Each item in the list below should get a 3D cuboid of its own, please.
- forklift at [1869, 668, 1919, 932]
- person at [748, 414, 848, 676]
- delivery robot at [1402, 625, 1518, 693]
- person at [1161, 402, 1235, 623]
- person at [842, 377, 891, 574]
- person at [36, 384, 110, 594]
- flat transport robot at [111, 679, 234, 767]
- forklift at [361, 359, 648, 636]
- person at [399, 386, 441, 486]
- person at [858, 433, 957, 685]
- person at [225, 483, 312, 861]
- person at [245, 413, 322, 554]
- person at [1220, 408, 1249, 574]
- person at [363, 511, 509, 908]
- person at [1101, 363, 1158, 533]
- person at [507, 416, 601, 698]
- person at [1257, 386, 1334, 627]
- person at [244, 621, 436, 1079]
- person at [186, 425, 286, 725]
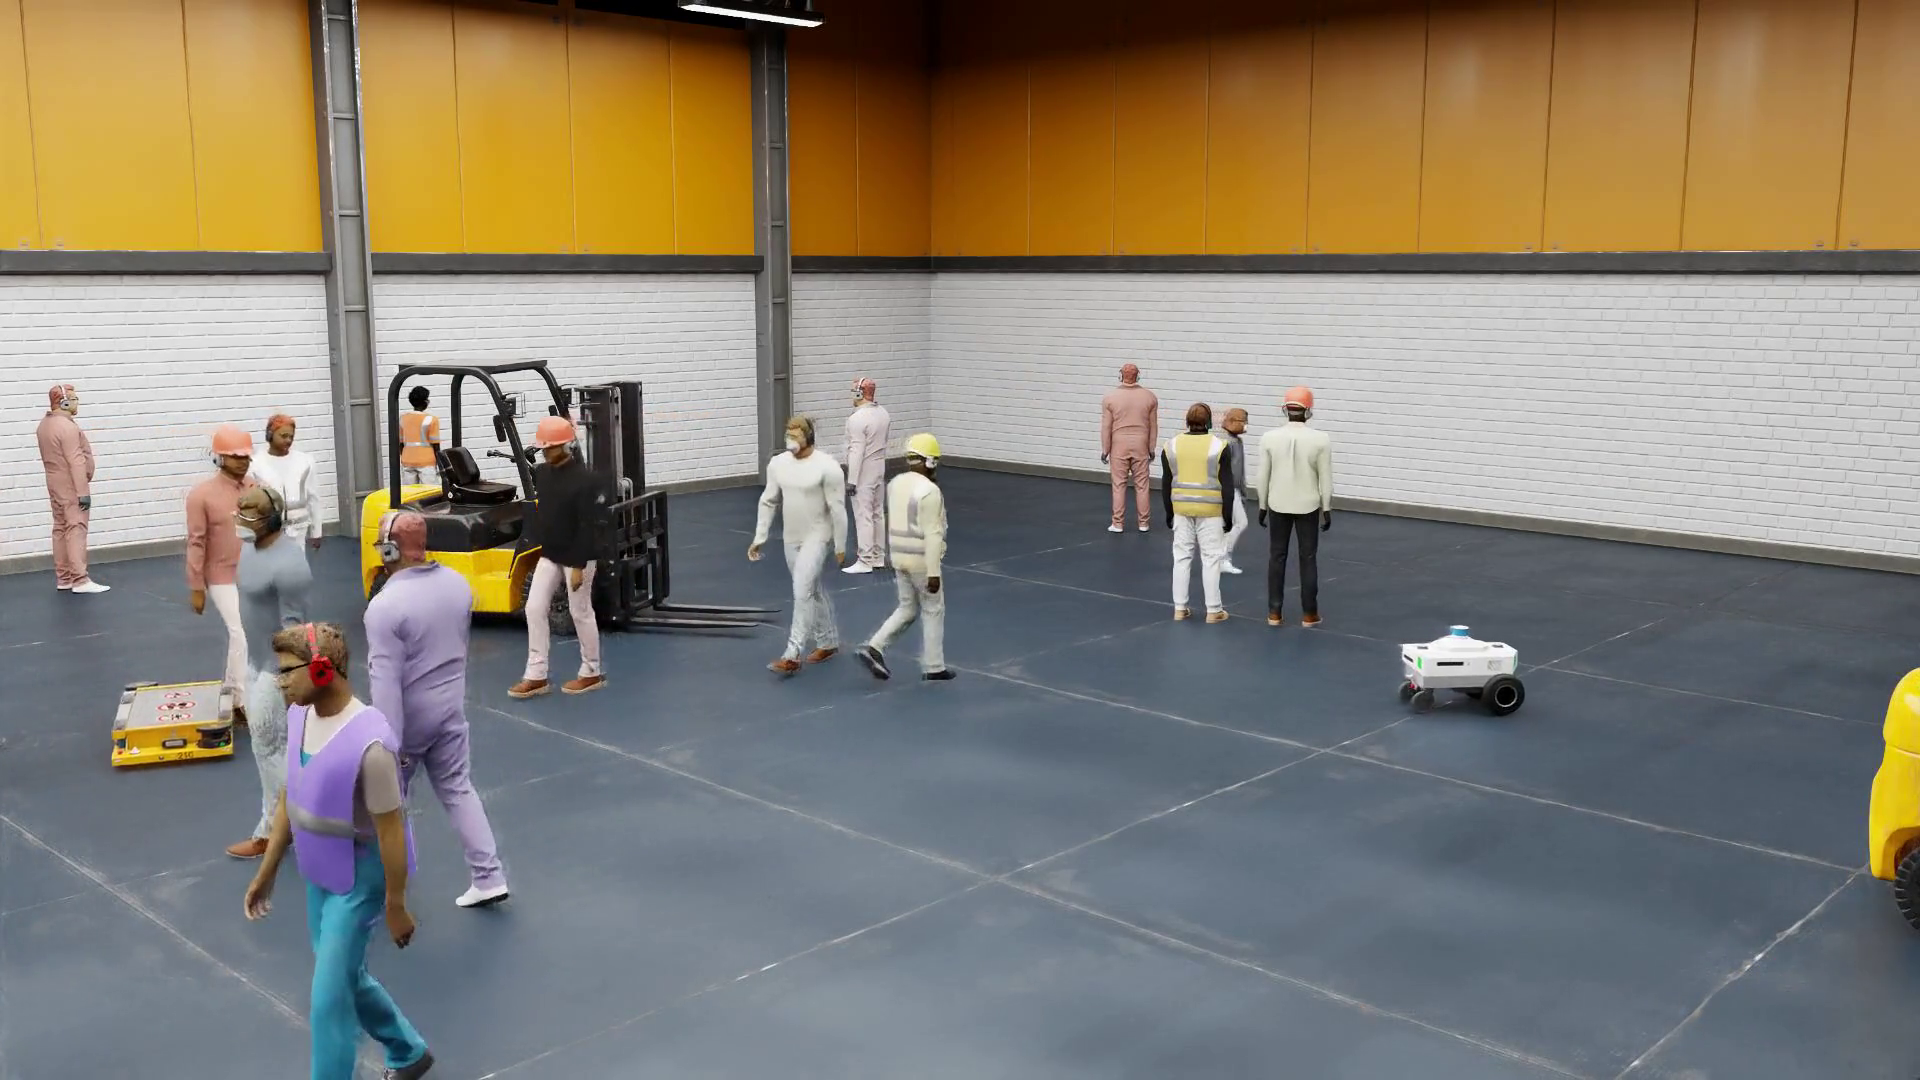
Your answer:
[{"bbox_3d":[5.205,0.723,7.013,2.313,2.155,1.214,9,13,43],"label":"forklift"},{"bbox_3d":[-1.201,0.037,12.147,0.646,1.891,0.962,7,12,36],"label":"person"},{"bbox_3d":[3.346,0.818,11.155,0.707,0.478,0.477,-1,9,-4],"label":"delivery robot"},{"bbox_3d":[2.001,-0.228,13.915,0.619,1.847,0.430,5,10,27],"label":"person"},{"bbox_3d":[-0.934,-0.627,16.168,0.410,1.909,0.643,4,10,23],"label":"person"},{"bbox_3d":[-8.095,-0.462,15.160,0.653,1.908,0.405,8,12,39],"label":"person"},{"bbox_3d":[-4.929,1.118,10.470,0.652,0.197,1.431,-4,10,-22],"label":"flat transport robot"},{"bbox_3d":[-3.850,-0.407,13.936,2.313,2.155,1.214,2,9,11],"label":"forklift"},{"bbox_3d":[-5.844,-0.818,18.016,0.537,1.690,0.319,3,10,19],"label":"person"},{"bbox_3d":[-0.380,0.148,11.755,0.674,1.802,0.618,-6,11,-33],"label":"person"},{"bbox_3d":[-3.348,0.642,8.369,0.694,1.917,0.659,-7,12,-38],"label":"person"},{"bbox_3d":[-5.294,-0.073,12.959,0.591,1.859,0.823,-7,11,-35],"label":"person"},{"bbox_3d":[2.649,-0.464,16.017,0.389,1.615,0.526,4,10,22],"label":"person"},{"bbox_3d":[-2.460,0.793,7.602,0.829,1.878,0.665,4,10,24],"label":"person"},{"bbox_3d":[1.885,-1.025,18.606,0.641,1.909,0.401,-1,9,-5],"label":"person"},{"bbox_3d":[-2.761,0.135,11.327,0.630,1.954,0.820,7,11,36],"label":"person"},{"bbox_3d":[2.773,-0.277,13.753,0.623,1.992,0.396,3,10,20],"label":"person"},{"bbox_3d":[-2.080,1.154,5.591,0.570,1.807,0.725,9,13,44],"label":"person"},{"bbox_3d":[-4.491,0.259,10.577,0.872,1.963,0.617,5,10,26],"label":"person"}]
